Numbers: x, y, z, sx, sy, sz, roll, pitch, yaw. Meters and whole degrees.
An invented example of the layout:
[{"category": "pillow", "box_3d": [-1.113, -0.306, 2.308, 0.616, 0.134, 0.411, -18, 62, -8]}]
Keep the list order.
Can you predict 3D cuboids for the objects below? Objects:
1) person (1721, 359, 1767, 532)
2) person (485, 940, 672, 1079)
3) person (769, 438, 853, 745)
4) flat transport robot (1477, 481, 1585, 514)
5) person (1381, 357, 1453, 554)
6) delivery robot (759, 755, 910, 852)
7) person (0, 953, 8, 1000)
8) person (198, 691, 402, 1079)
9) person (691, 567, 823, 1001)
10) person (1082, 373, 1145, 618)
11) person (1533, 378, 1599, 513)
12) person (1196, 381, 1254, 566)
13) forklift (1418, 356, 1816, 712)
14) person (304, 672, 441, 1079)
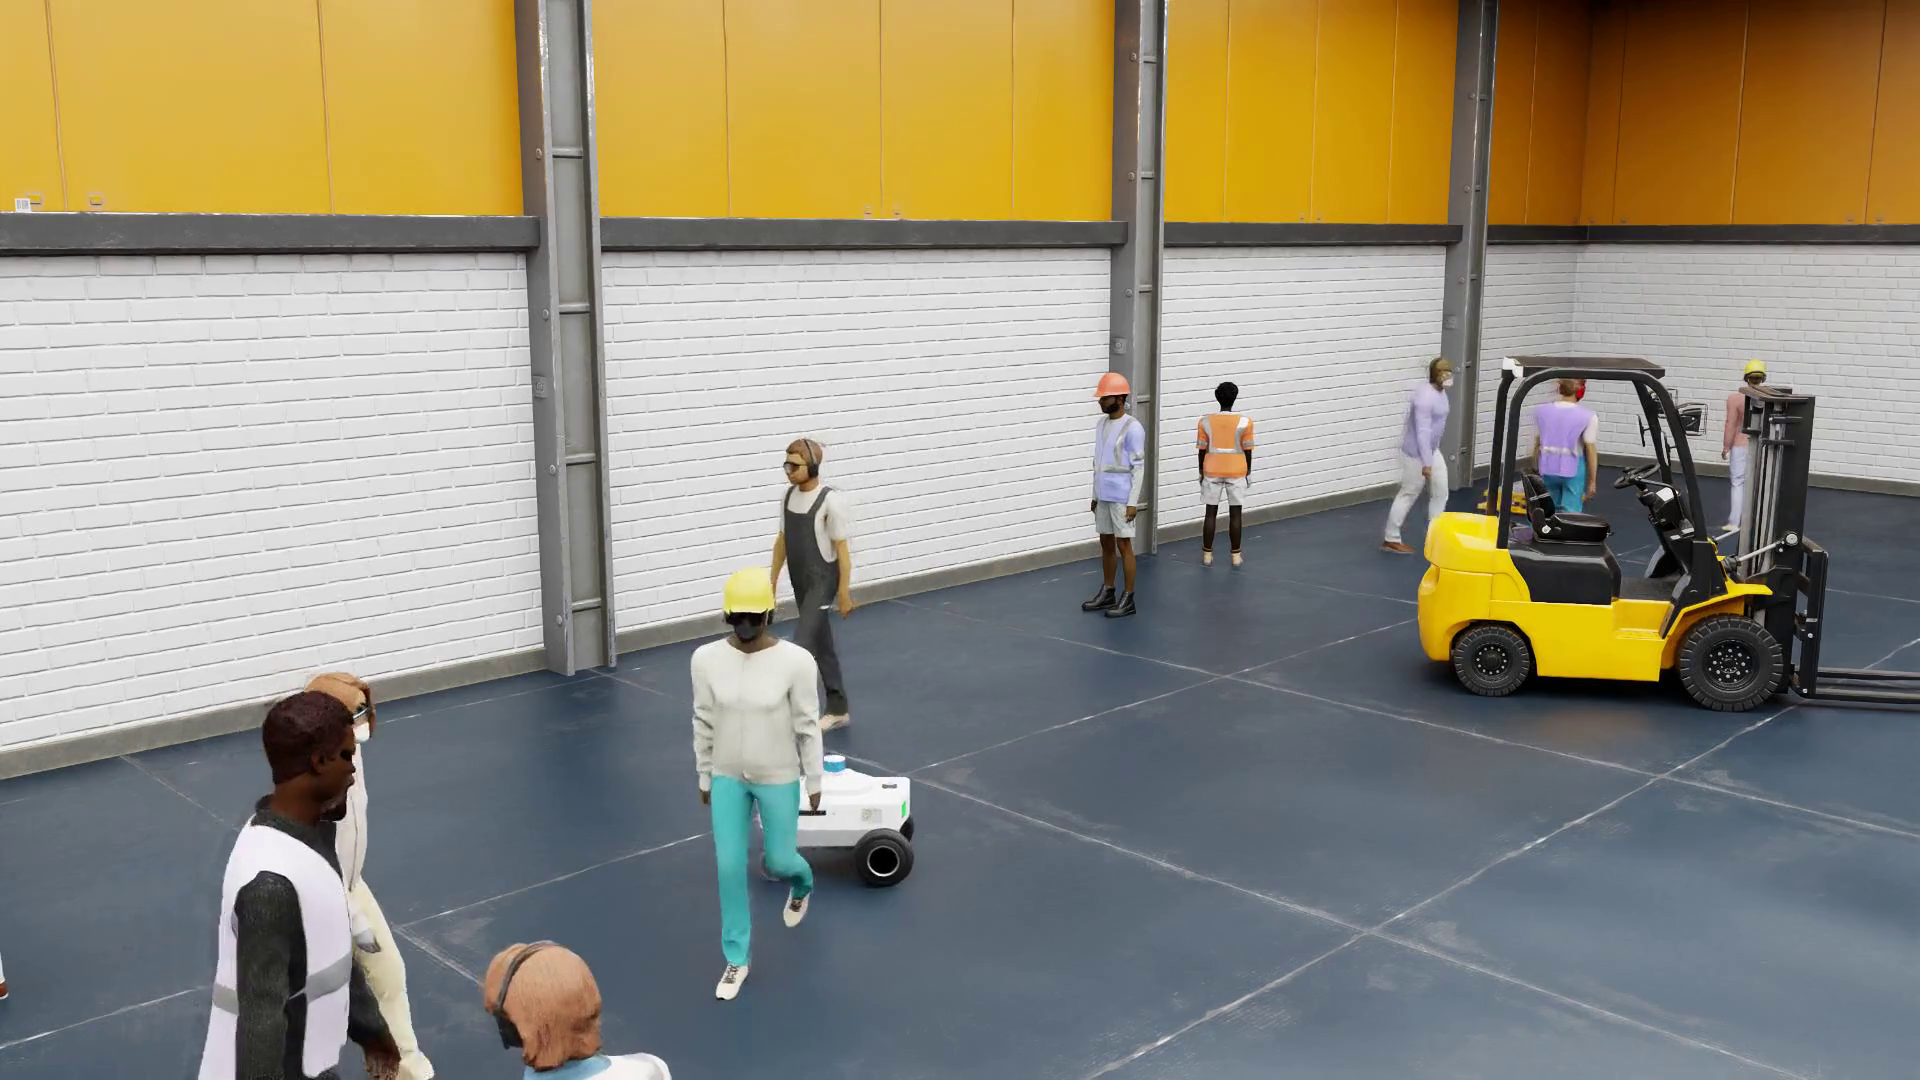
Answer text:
[{"category": "person", "box_3d": [7.992, -0.945, 16.846, 0.533, 1.767, 0.326, 1, 10, 5]}, {"category": "person", "box_3d": [-0.785, 1.600, 3.351, 0.529, 1.628, 0.341, -9, 14, -41]}, {"category": "person", "box_3d": [-0.967, 0.306, 9.884, 0.839, 1.810, 0.505, -9, 13, -39]}, {"category": "flat transport robot", "box_3d": [6.335, -0.482, 18.401, 0.652, 0.197, 1.431, 9, 13, 40]}, {"category": "person", "box_3d": [4.359, -0.770, 15.538, 0.853, 1.888, 0.648, 8, 13, 36]}, {"category": "delivery robot", "box_3d": [-0.592, 1.262, 7.863, 0.707, 0.478, 0.477, 0, 10, -1]}, {"category": "person", "box_3d": [-3.914, 1.060, 6.318, 0.311, 1.624, 0.493, -2, 11, -10]}, {"category": "person", "box_3d": [-1.581, 1.321, 4.186, 0.694, 1.883, 0.638, -4, 11, -19]}, {"category": "person", "box_3d": [-0.790, 0.923, 6.741, 0.525, 1.741, 0.652, 2, 11, 10]}, {"category": "person", "box_3d": [1.207, -0.356, 13.167, 0.361, 1.935, 0.553, -6, 12, -31]}, {"category": "person", "box_3d": [5.290, -0.564, 14.591, 0.453, 1.830, 0.605, -10, 14, -43]}, {"category": "person", "box_3d": [2.415, -0.600, 15.182, 0.529, 1.690, 0.321, 4, 11, 20]}, {"category": "forklift", "box_3d": [4.276, -0.101, 11.076, 2.313, 2.155, 1.214, 2, 11, 13]}, {"category": "person", "box_3d": [-2.015, 1.214, 5.518, 0.765, 1.599, 0.512, 1, 10, 7]}]
